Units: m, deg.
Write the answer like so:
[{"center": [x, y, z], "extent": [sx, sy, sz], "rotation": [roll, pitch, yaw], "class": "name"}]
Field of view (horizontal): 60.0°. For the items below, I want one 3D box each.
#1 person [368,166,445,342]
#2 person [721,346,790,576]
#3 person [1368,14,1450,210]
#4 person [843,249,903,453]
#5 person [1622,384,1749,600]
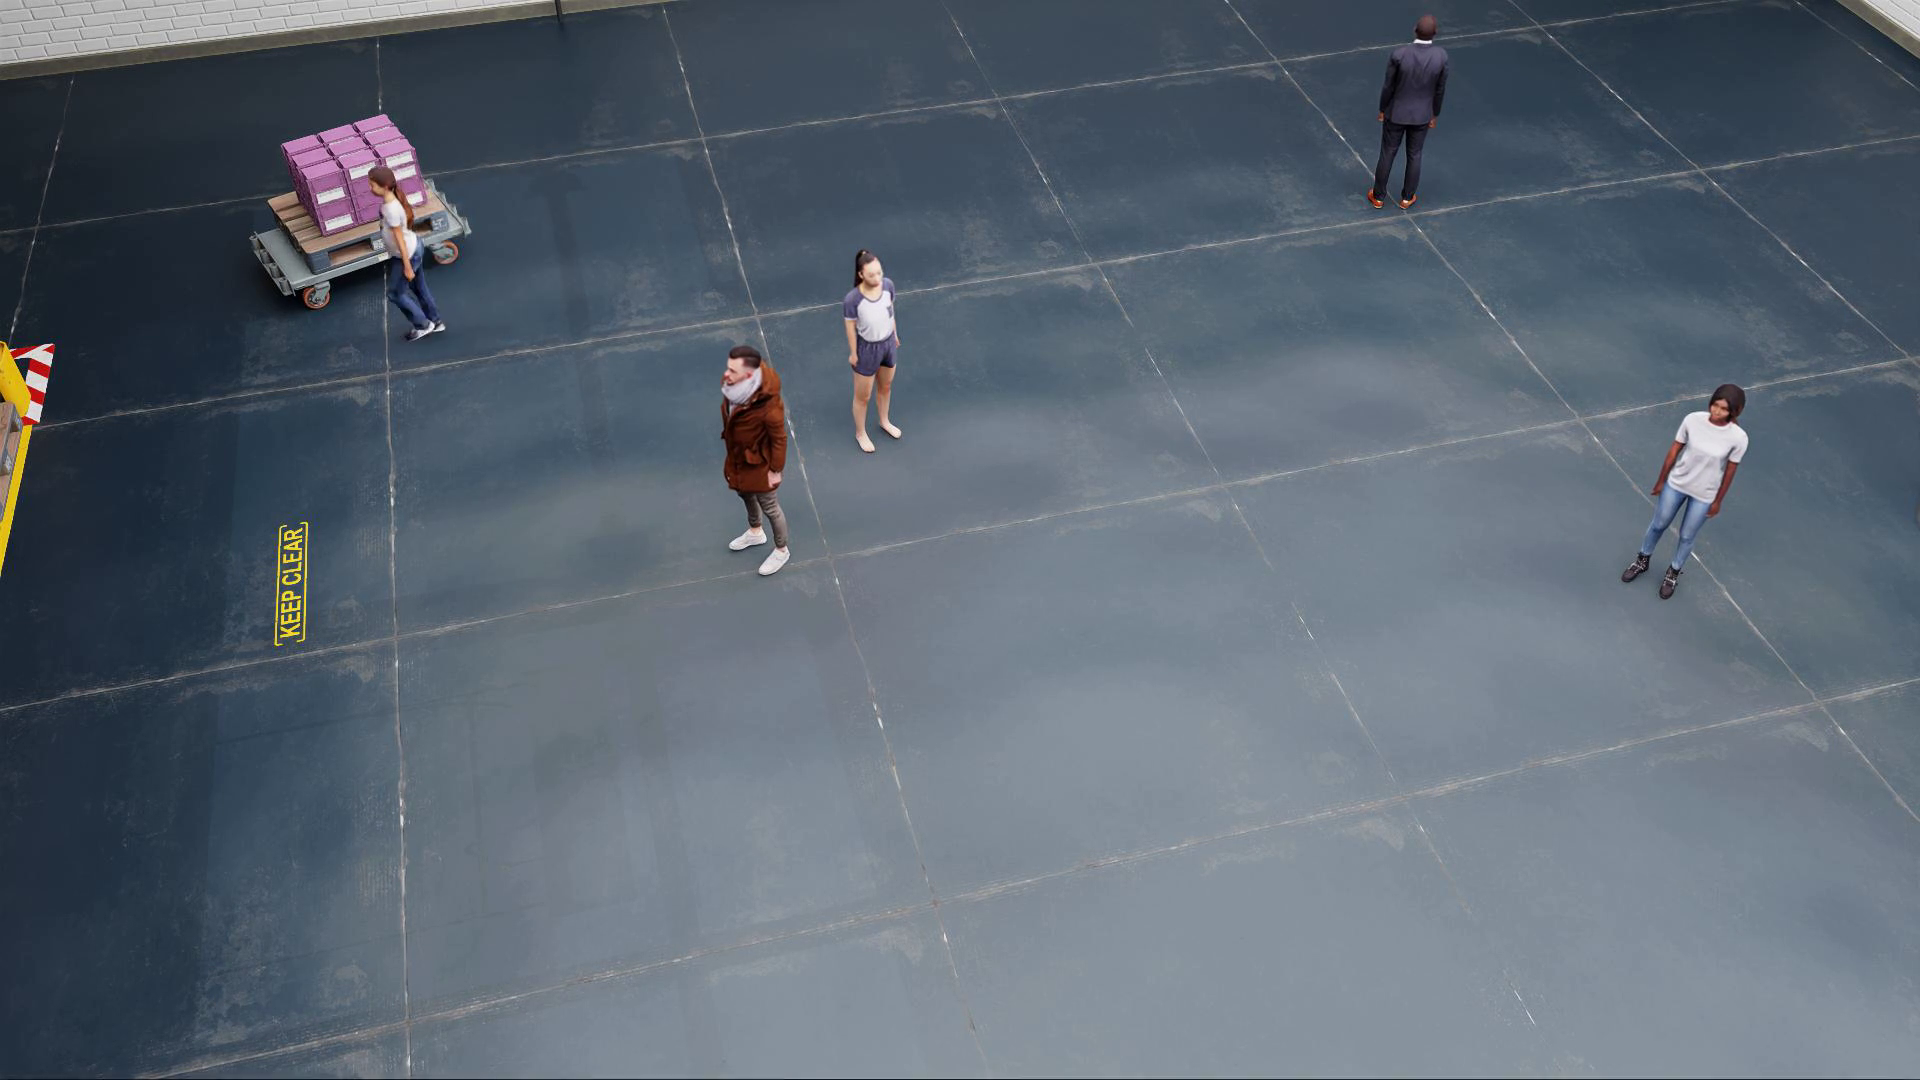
[{"center": [-4.346, -2.286, 13.232], "extent": [0.605, 1.550, 0.505], "rotation": [-11, 45, -11], "class": "person"}, {"center": [-1.381, -0.561, 11.213], "extent": [0.882, 1.837, 0.780], "rotation": [-31, 52, -28], "class": "person"}, {"center": [3.929, -3.729, 14.548], "extent": [0.780, 1.824, 0.760], "rotation": [6, 44, 7], "class": "person"}, {"center": [-0.649, -1.401, 12.230], "extent": [0.667, 1.651, 0.662], "rotation": [-31, 51, -28], "class": "person"}, {"center": [4.861, -0.333, 11.059], "extent": [0.642, 1.719, 0.727], "rotation": [28, 50, 26], "class": "person"}]
